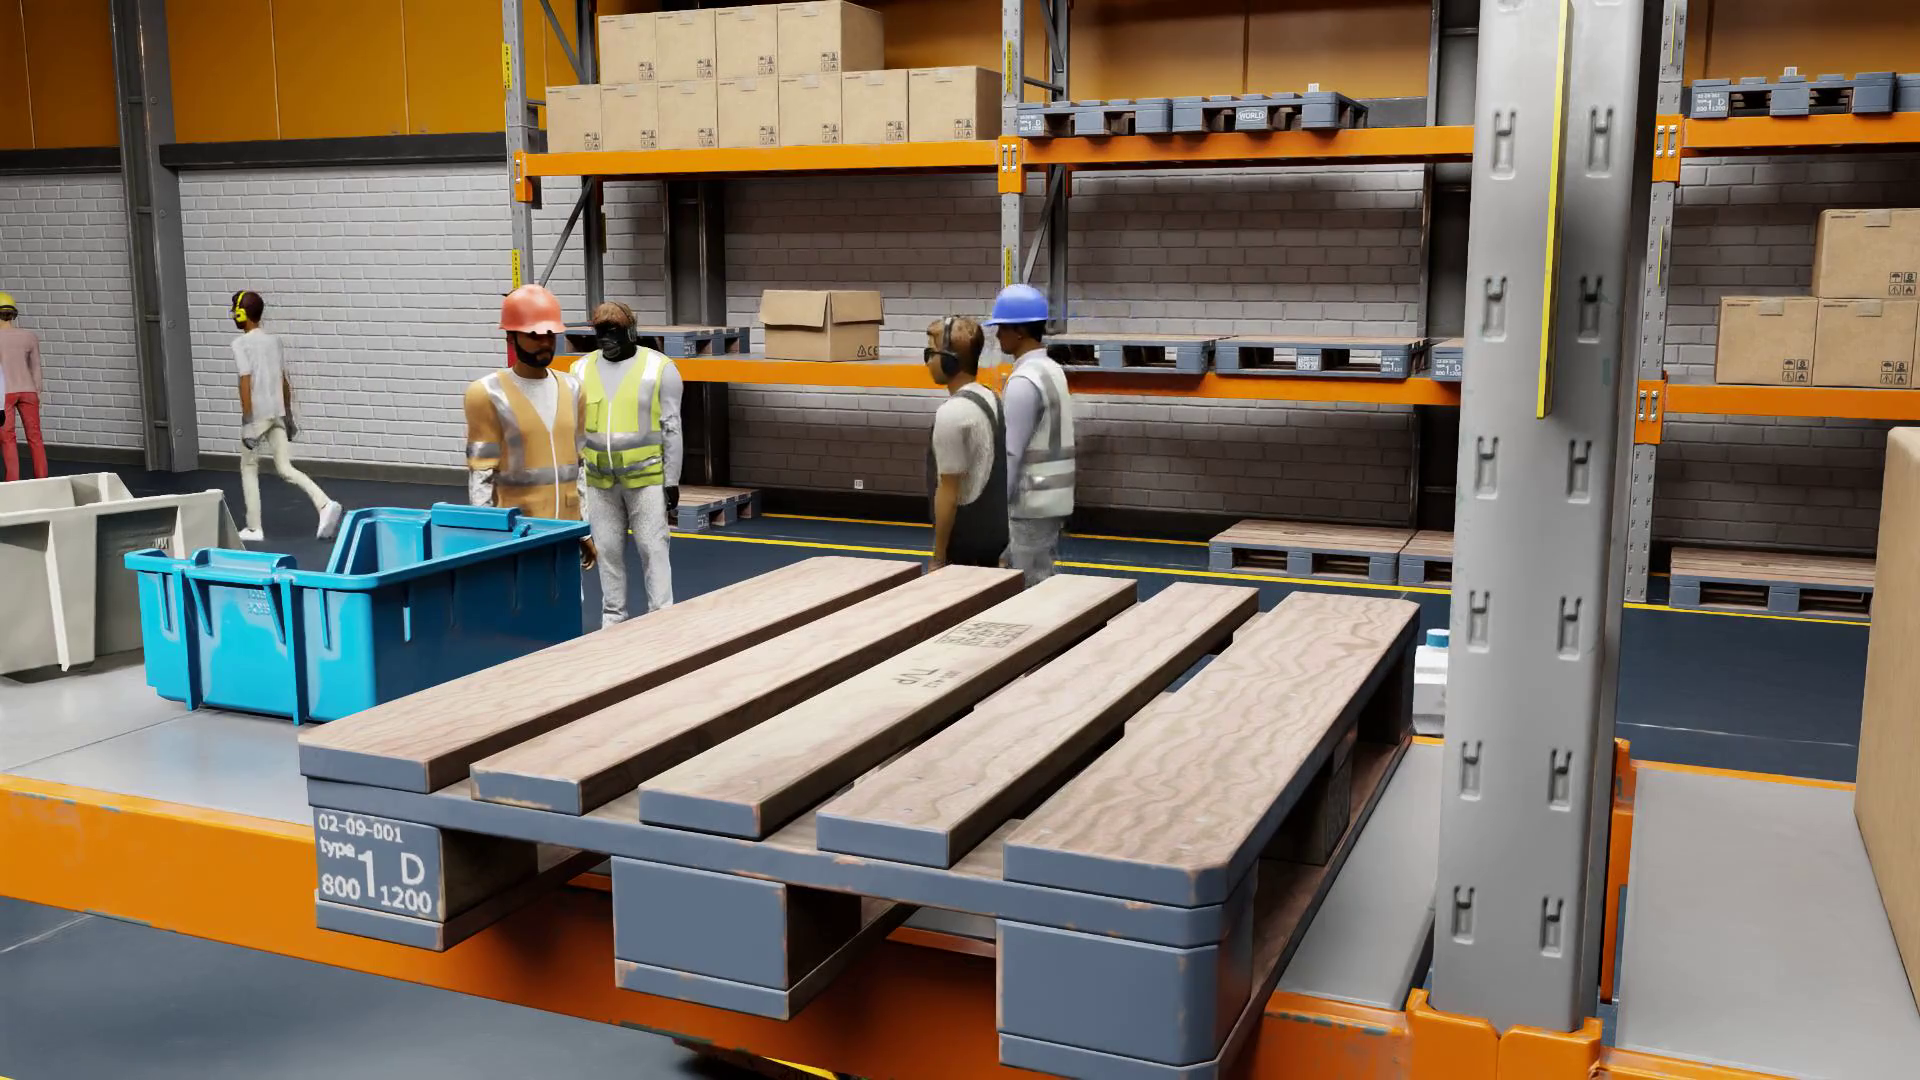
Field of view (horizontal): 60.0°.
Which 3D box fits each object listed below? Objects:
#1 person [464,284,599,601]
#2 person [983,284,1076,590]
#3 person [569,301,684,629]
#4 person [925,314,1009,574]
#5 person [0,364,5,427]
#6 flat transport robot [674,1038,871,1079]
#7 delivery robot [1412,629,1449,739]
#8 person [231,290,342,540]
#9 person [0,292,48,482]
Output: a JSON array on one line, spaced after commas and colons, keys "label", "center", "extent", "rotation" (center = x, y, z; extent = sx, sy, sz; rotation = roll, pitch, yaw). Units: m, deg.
[{"label": "person", "center": [-1.673, -0.039, 6.619], "extent": [0.373, 1.934, 0.552], "rotation": [8, 12, 40]}, {"label": "person", "center": [0.222, -0.163, 7.408], "extent": [0.658, 1.927, 0.610], "rotation": [2, 10, 10]}, {"label": "person", "center": [-1.728, -0.311, 8.576], "extent": [0.632, 1.833, 0.429], "rotation": [2, 10, 10]}, {"label": "person", "center": [0.057, 0.032, 6.531], "extent": [0.507, 1.830, 0.510], "rotation": [3, 10, 18]}, {"label": "person", "center": [-7.660, -1.012, 12.736], "extent": [0.634, 1.839, 0.429], "rotation": [-5, 11, -26]}, {"label": "flat transport robot", "center": [-0.066, 1.127, 4.611], "extent": [0.652, 0.197, 1.431], "rotation": [6, 11, 32]}, {"label": "delivery robot", "center": [1.906, 0.599, 6.628], "extent": [0.707, 0.478, 0.477], "rotation": [1, 9, 7]}, {"label": "person", "center": [-4.934, -0.878, 11.994], "extent": [0.849, 1.839, 0.550], "rotation": [3, 10, 20]}, {"label": "person", "center": [-8.203, -1.250, 14.382], "extent": [0.328, 1.769, 0.526], "rotation": [7, 12, 36]}]
